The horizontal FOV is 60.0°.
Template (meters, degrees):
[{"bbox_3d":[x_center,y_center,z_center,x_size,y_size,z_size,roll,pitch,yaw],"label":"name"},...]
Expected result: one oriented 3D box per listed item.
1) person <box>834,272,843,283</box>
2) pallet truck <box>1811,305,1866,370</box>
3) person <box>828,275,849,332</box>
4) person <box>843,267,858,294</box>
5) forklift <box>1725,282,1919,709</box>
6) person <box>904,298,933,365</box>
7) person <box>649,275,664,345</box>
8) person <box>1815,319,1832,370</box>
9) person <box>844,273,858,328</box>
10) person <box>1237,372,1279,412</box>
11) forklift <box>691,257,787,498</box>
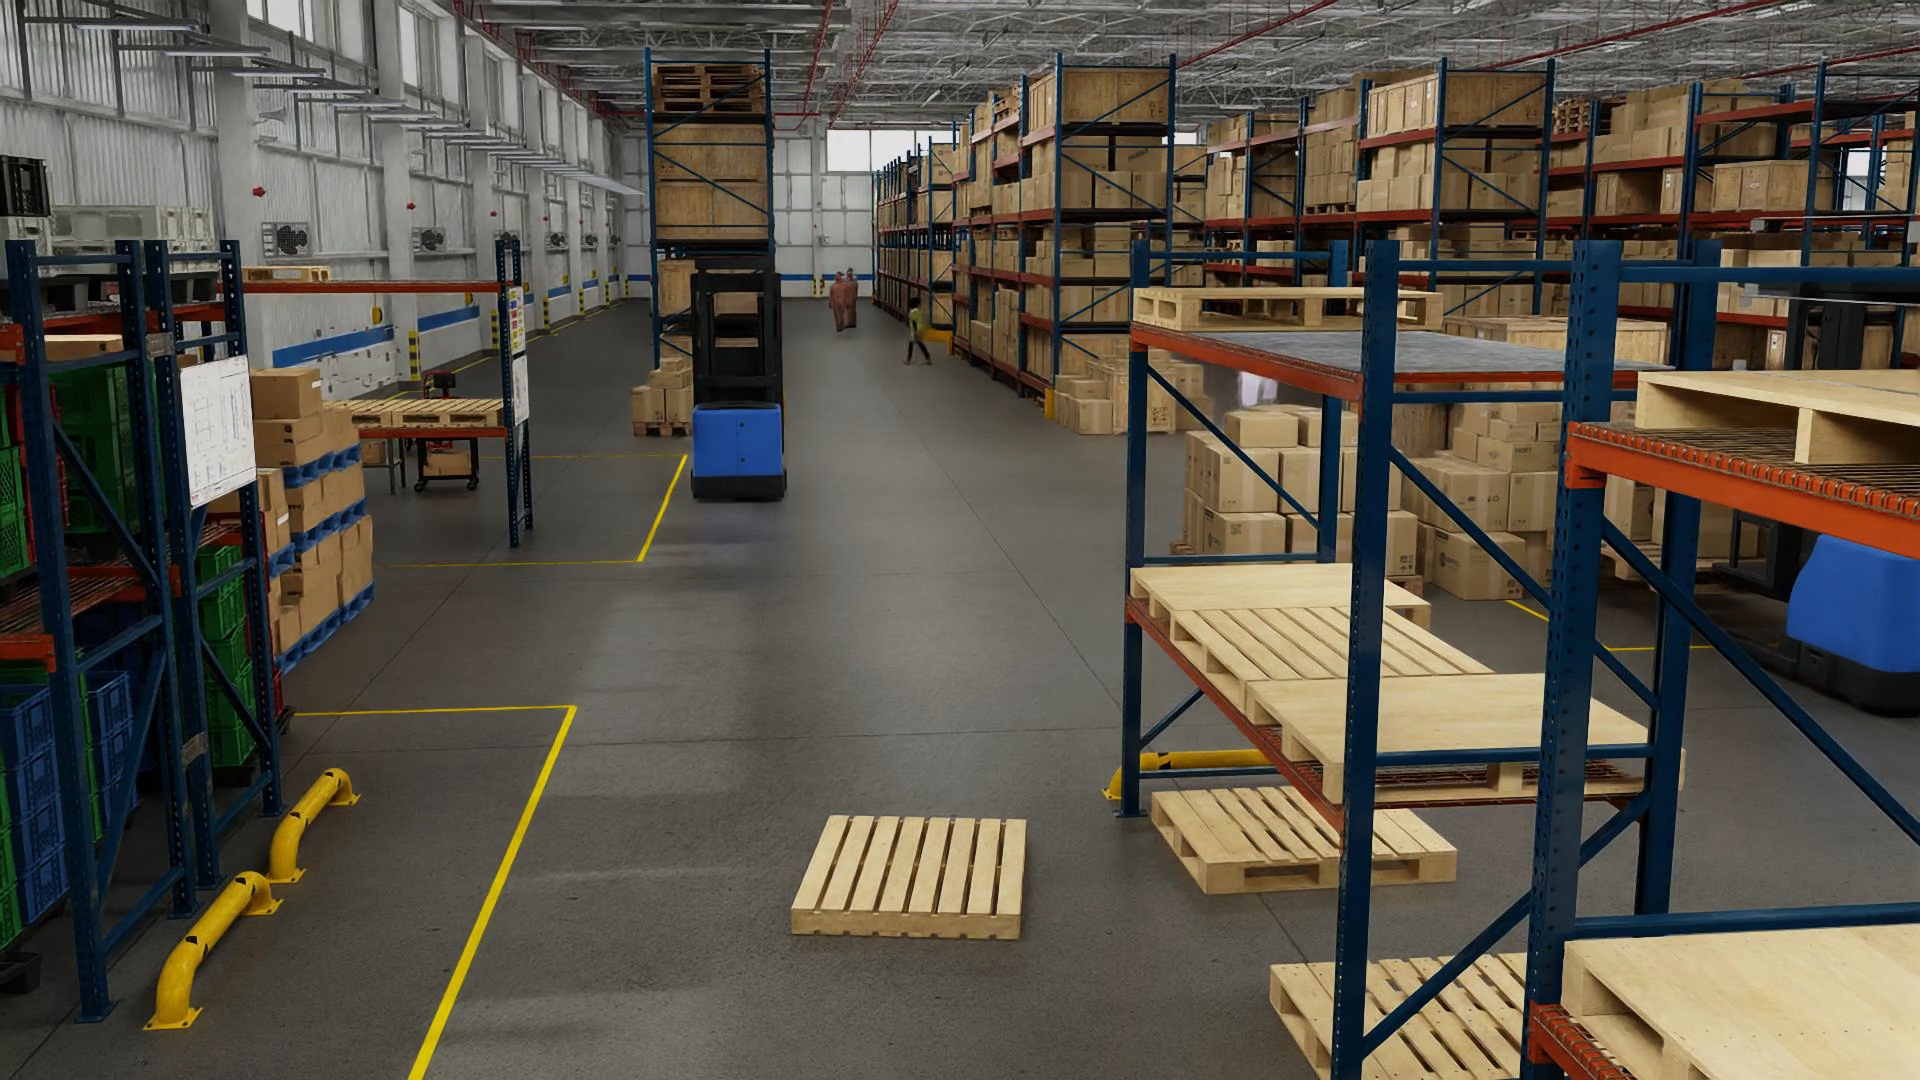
[{"bbox_3d":[-5.435,-11.294,75.087,0.517,1.592,0.877,2,10,11],"label":"person"},{"bbox_3d":[15.846,-3.142,28.793,1.885,1.965,0.823,2,10,12],"label":"pallet truck"},{"bbox_3d":[-4.073,-7.904,55.522,0.674,1.863,0.932,-2,11,-13],"label":"person"},{"bbox_3d":[-4.423,-10.067,67.368,0.639,1.927,0.537,-2,10,-13],"label":"person"},{"bbox_3d":[6.242,-0.419,11.257,1.129,2.768,1.873,-1,10,-6],"label":"forklift"},{"bbox_3d":[-1.011,-5.072,40.459,0.732,1.644,0.527,5,11,26],"label":"person"},{"bbox_3d":[-8.816,-6.659,48.172,0.394,2.037,0.605,4,11,20],"label":"person"},{"bbox_3d":[13.117,-2.434,25.118,0.397,1.911,0.587,10,14,43],"label":"person"},{"bbox_3d":[-3.810,-8.305,57.662,0.410,1.905,0.641,6,12,30],"label":"person"},{"bbox_3d":[3.356,-1.277,18.666,0.427,1.918,0.562,-8,13,-37],"label":"person"},{"bbox_3d":[-2.670,-1.987,19.946,1.129,2.768,1.873,-1,10,-6],"label":"forklift"}]
